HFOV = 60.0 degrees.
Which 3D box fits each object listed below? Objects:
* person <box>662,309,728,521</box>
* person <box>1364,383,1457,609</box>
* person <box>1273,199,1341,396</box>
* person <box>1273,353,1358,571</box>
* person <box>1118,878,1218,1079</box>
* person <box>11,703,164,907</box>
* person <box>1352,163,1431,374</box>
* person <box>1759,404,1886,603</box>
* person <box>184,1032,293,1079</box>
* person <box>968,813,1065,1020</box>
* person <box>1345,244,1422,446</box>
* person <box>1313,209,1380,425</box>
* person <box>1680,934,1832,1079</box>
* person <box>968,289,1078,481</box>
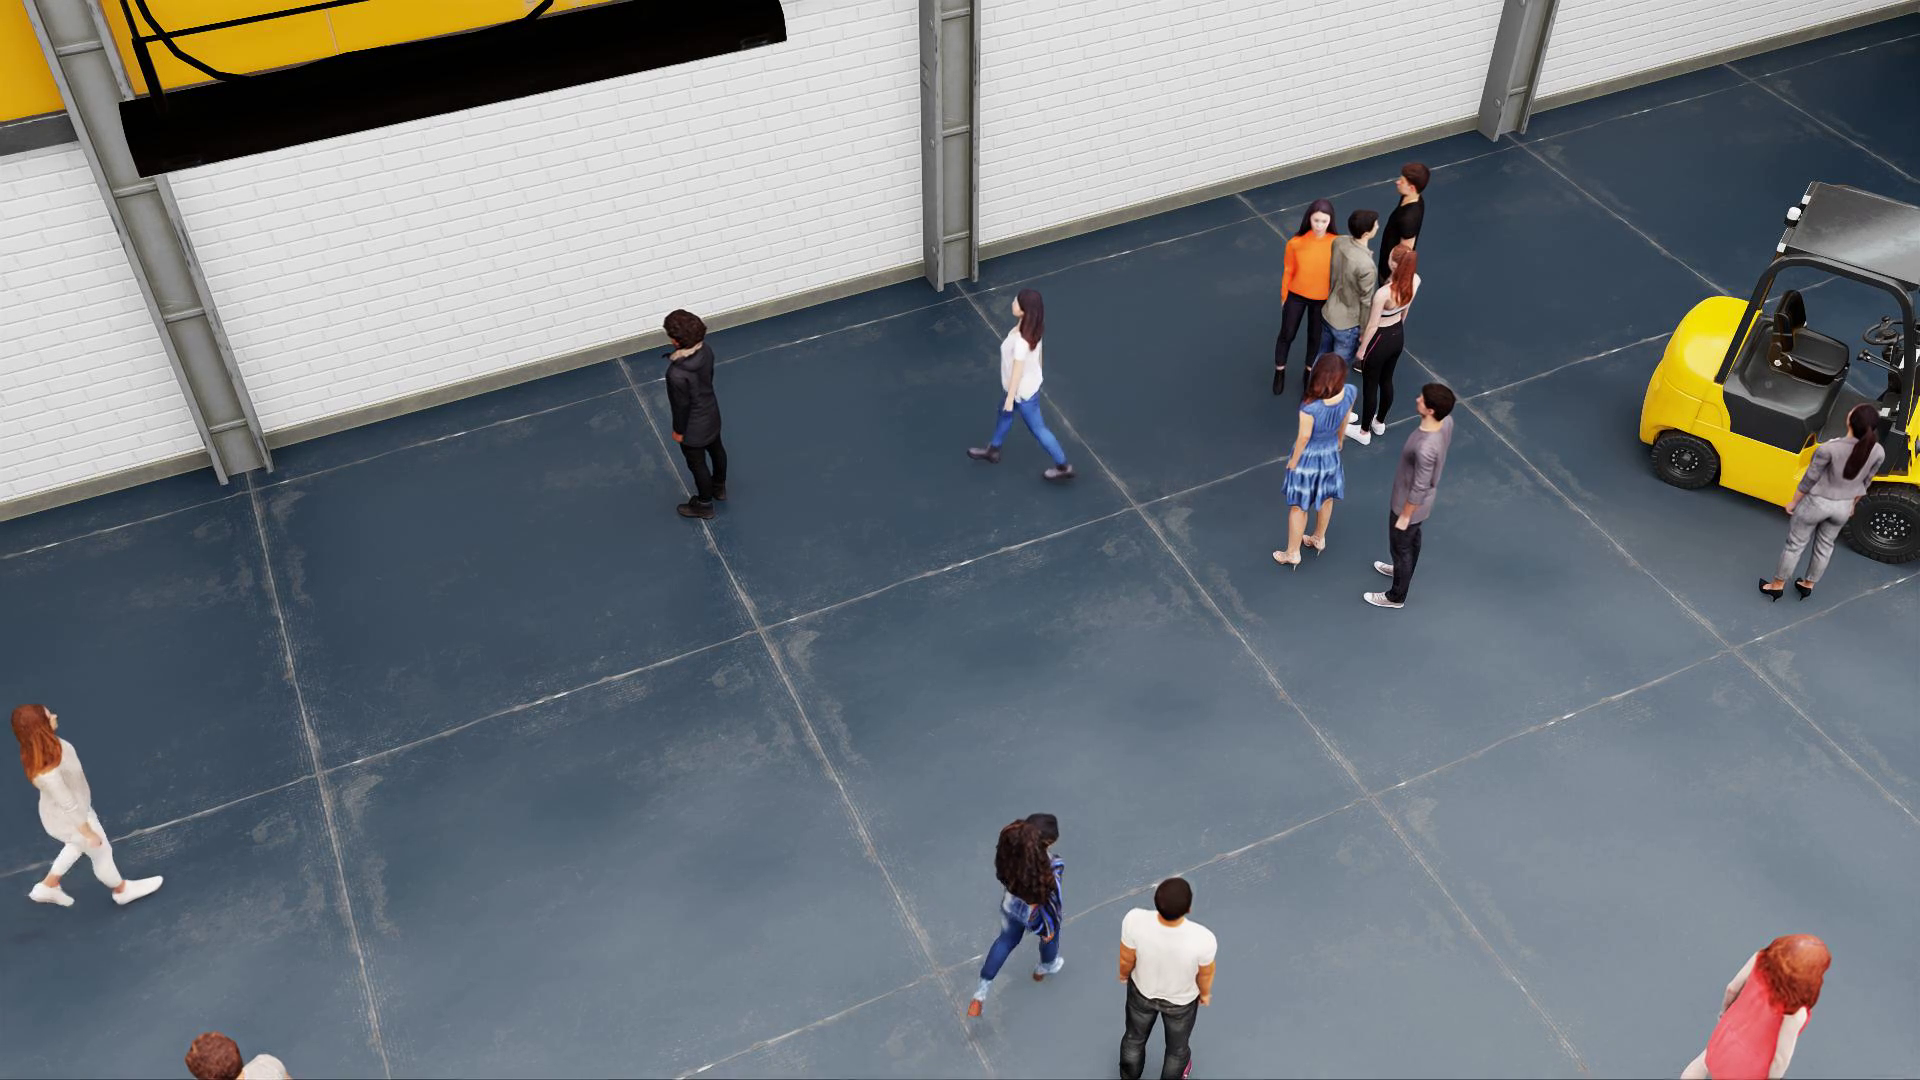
[{"bbox_3d":[-1.876,-0.897,11.878,0.793,1.781,0.722,18,47,18],"label":"person"},{"bbox_3d":[3.070,-0.302,11.201,0.808,1.853,0.712,20,47,19],"label":"person"},{"bbox_3d":[2.710,-1.893,12.946,0.658,1.749,0.763,4,44,4],"label":"person"},{"bbox_3d":[2.446,-0.541,11.487,0.553,1.805,0.756,-24,49,-23],"label":"person"},{"bbox_3d":[1.038,2.290,8.516,0.704,1.804,0.776,12,45,12],"label":"person"},{"bbox_3d":[-5.085,1.579,9.342,0.919,1.694,0.693,-25,49,-24],"label":"person"},{"bbox_3d":[3.453,-2.156,13.141,0.799,1.861,0.774,8,44,9],"label":"person"},{"bbox_3d":[5.845,-0.230,11.253,0.666,1.677,0.770,2,44,2],"label":"person"},{"bbox_3d":[-3.242,2.880,7.828,0.809,1.898,0.703,22,48,22],"label":"person"},{"bbox_3d":[0.316,2.024,8.945,0.834,1.597,1.056,33,53,30],"label":"person"},{"bbox_3d":[3.199,-1.476,12.514,0.519,1.741,0.682,-26,49,-25],"label":"person"},{"bbox_3d":[2.915,-1.703,12.664,0.579,1.864,0.715,-15,46,-15],"label":"person"},{"bbox_3d":[3.895,2.514,8.265,0.605,1.826,0.656,-6,44,-7],"label":"person"},{"bbox_3d":[0.554,-1.070,12.160,1.162,1.642,1.060,11,45,12],"label":"person"}]
